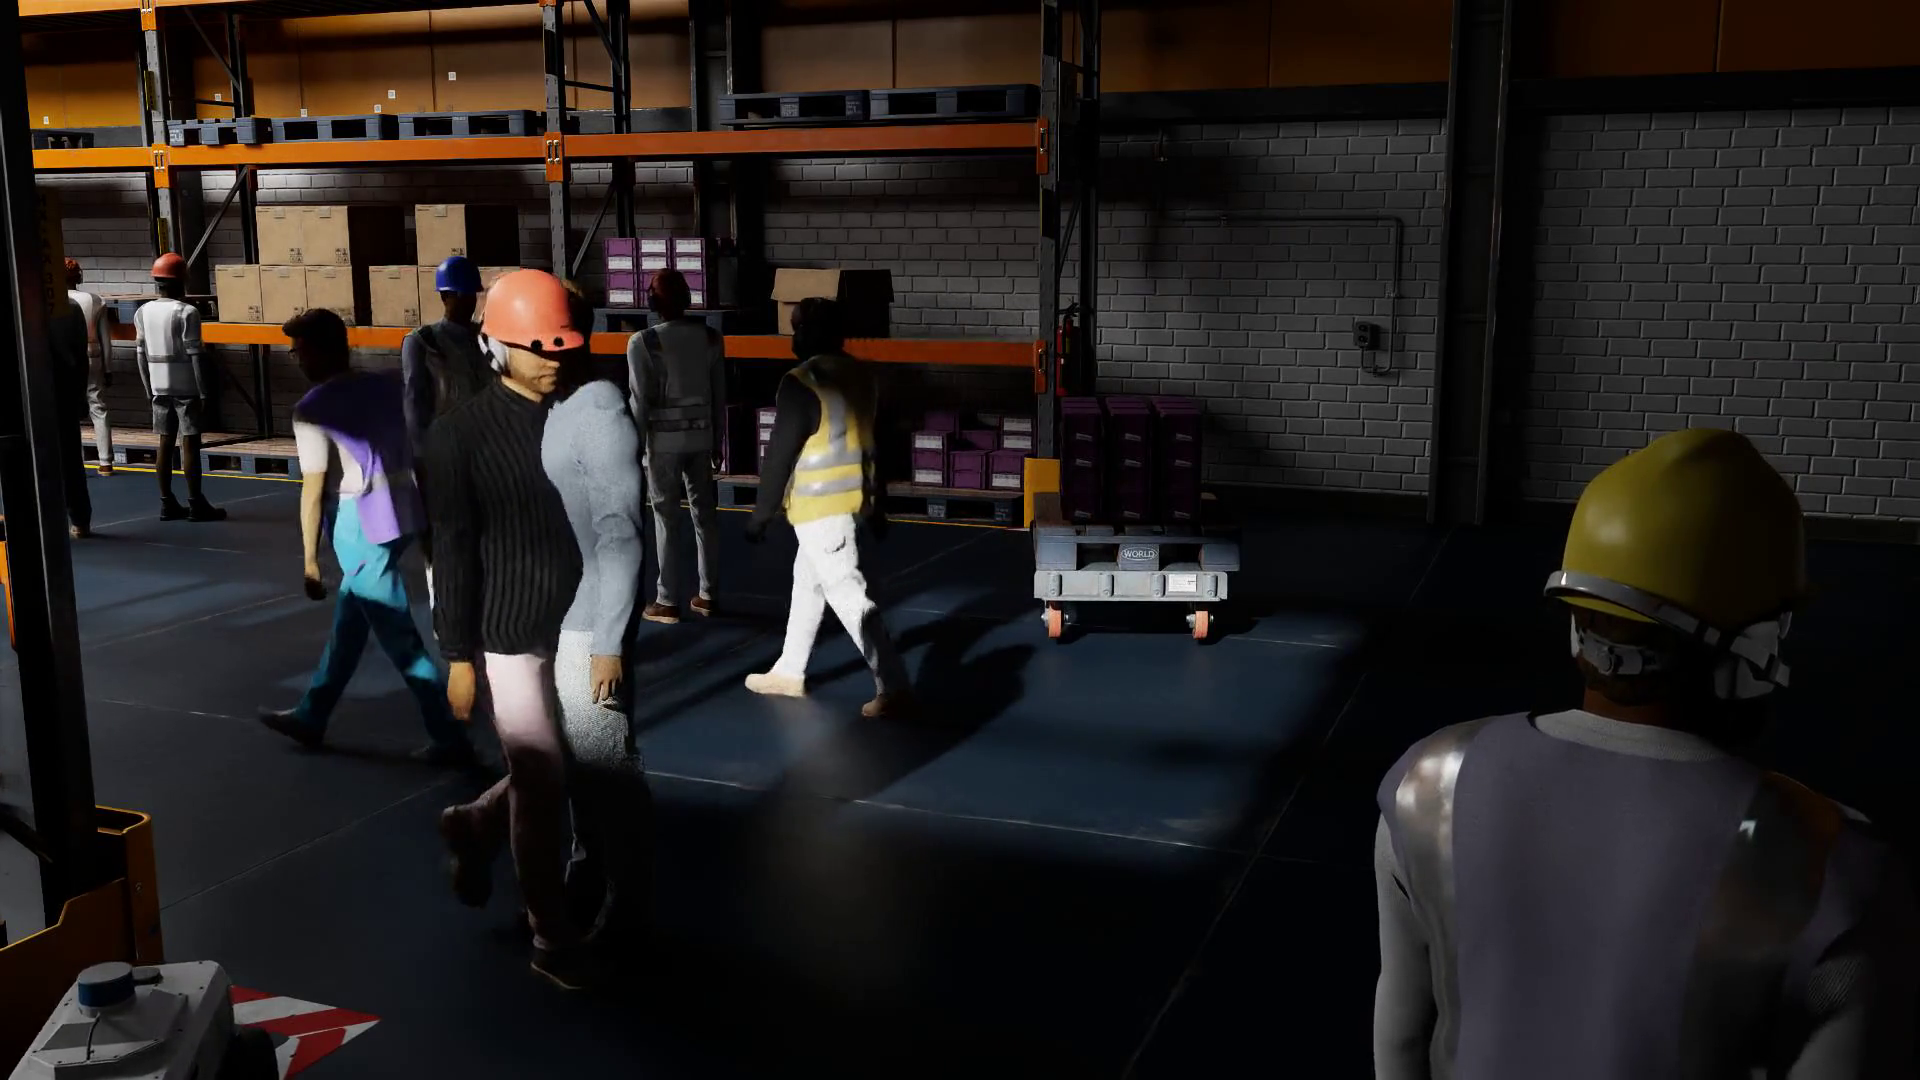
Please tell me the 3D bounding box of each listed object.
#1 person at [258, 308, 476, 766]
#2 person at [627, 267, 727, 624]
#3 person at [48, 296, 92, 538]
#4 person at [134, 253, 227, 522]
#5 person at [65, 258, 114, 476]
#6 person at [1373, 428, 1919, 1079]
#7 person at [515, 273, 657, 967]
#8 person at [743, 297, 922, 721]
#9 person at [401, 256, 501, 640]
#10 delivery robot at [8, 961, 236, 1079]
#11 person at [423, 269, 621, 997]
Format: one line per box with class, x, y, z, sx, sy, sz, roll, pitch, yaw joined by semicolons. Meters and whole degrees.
person;-2.328;-0.006;6.442;1.013;1.775;0.626;2;10;13
person;-1.506;-0.497;8.859;0.574;1.887;0.355;-8;13;-38
person;-6.264;-1.001;11.235;0.684;2.000;0.535;-8;13;-39
person;-5.651;-1.095;12.052;0.553;1.934;0.366;3;11;17
person;-7.564;-1.461;14.238;0.575;1.882;0.359;-10;14;-43
person;0.731;0.794;1.810;0.403;1.835;0.588;-8;13;-39
person;-1.065;0.232;4.653;0.355;1.936;0.635;-6;12;-30
person;-0.536;-0.135;7.126;0.950;1.800;0.626;4;11;23
person;-2.524;-0.457;8.464;0.384;1.948;0.605;8;13;38
delivery robot;-1.720;1.104;3.386;0.477;0.478;0.707;-2;10;-13
person;-1.233;0.237;4.595;0.736;1.959;0.627;7;12;34
